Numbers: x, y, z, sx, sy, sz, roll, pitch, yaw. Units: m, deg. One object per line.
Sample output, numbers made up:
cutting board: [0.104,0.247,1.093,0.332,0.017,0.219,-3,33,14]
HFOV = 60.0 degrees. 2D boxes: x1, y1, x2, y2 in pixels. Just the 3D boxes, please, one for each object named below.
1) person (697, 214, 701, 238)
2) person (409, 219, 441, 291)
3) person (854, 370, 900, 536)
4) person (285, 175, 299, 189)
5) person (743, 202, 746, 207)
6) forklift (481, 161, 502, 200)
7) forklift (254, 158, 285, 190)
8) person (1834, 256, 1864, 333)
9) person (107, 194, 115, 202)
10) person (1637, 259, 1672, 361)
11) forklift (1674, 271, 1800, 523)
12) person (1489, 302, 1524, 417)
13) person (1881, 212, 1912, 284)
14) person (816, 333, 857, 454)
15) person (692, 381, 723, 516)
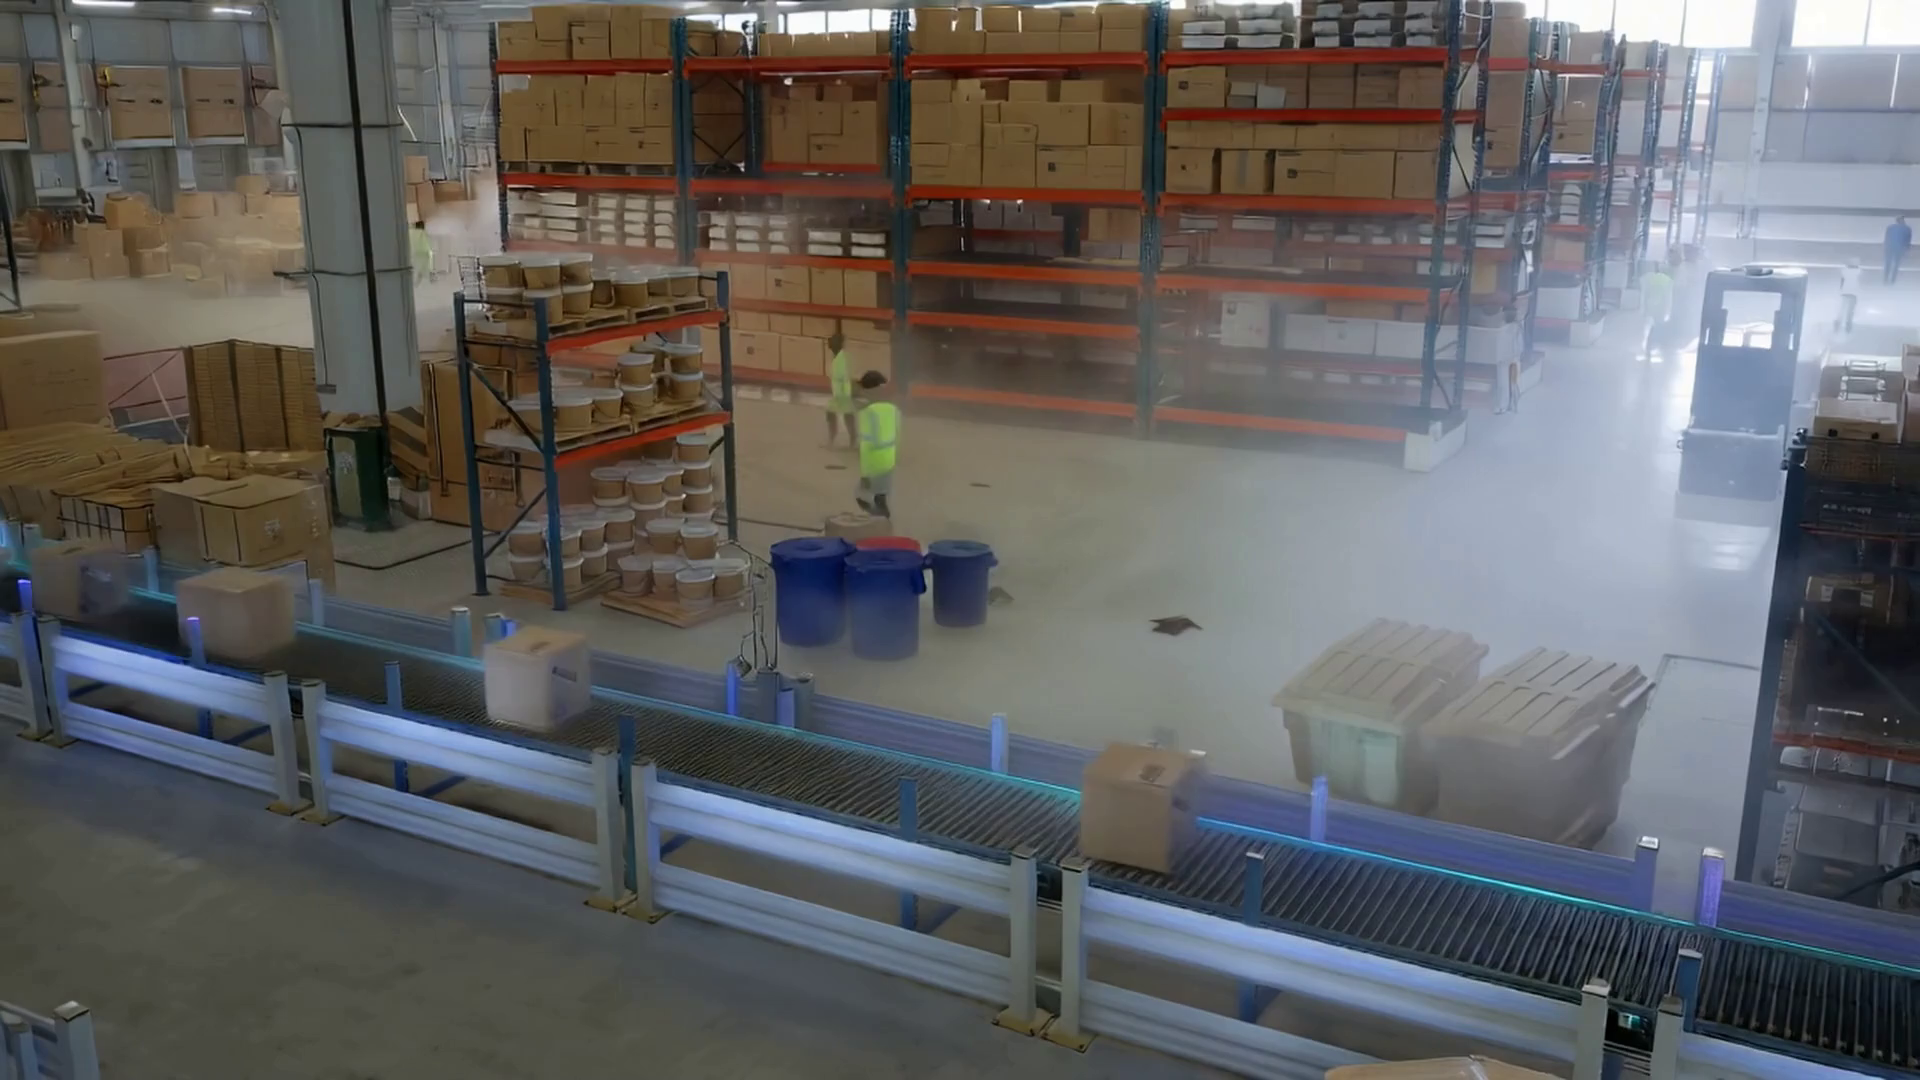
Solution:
person: [-7.710,-8.757,47.792,0.609,1.966,0.871,5,16,17]
person: [-13.751,-7.337,42.747,0.660,1.796,0.931,13,19,39]
person: [-0.862,-0.809,17.780,0.501,2.023,0.614,13,19,39]
person: [-27.241,-14.110,67.988,0.588,1.919,0.398,-10,18,-34]
person: [-6.456,-9.138,49.480,0.654,1.822,0.431,-8,17,-27]
forklift: [-17.525,-13.636,64.361,1.873,2.768,1.129,0,15,1]
forklift: [-23.549,-11.670,56.970,1.873,2.768,1.129,8,17,27]
person: [18.566,-5.120,34.784,0.504,1.612,0.704,13,20,40]
person: [-26.244,-9.766,51.650,0.637,1.925,0.484,6,16,22]
person: [13.038,-4.305,31.174,0.399,1.900,0.645,-9,17,-29]
forklift: [9.269,-1.763,19.726,1.129,2.768,1.873,8,17,27]
person: [8.470,-2.796,25.744,0.524,1.769,0.316,-8,17,-28]
person: [24.909,-7.779,44.246,0.669,1.882,0.611,8,17,28]
person: [-1.751,-2.018,22.992,0.701,1.667,0.546,-1,15,-3]
person: [-2.989,-1.067,19.525,0.346,1.617,0.519,10,18,33]
